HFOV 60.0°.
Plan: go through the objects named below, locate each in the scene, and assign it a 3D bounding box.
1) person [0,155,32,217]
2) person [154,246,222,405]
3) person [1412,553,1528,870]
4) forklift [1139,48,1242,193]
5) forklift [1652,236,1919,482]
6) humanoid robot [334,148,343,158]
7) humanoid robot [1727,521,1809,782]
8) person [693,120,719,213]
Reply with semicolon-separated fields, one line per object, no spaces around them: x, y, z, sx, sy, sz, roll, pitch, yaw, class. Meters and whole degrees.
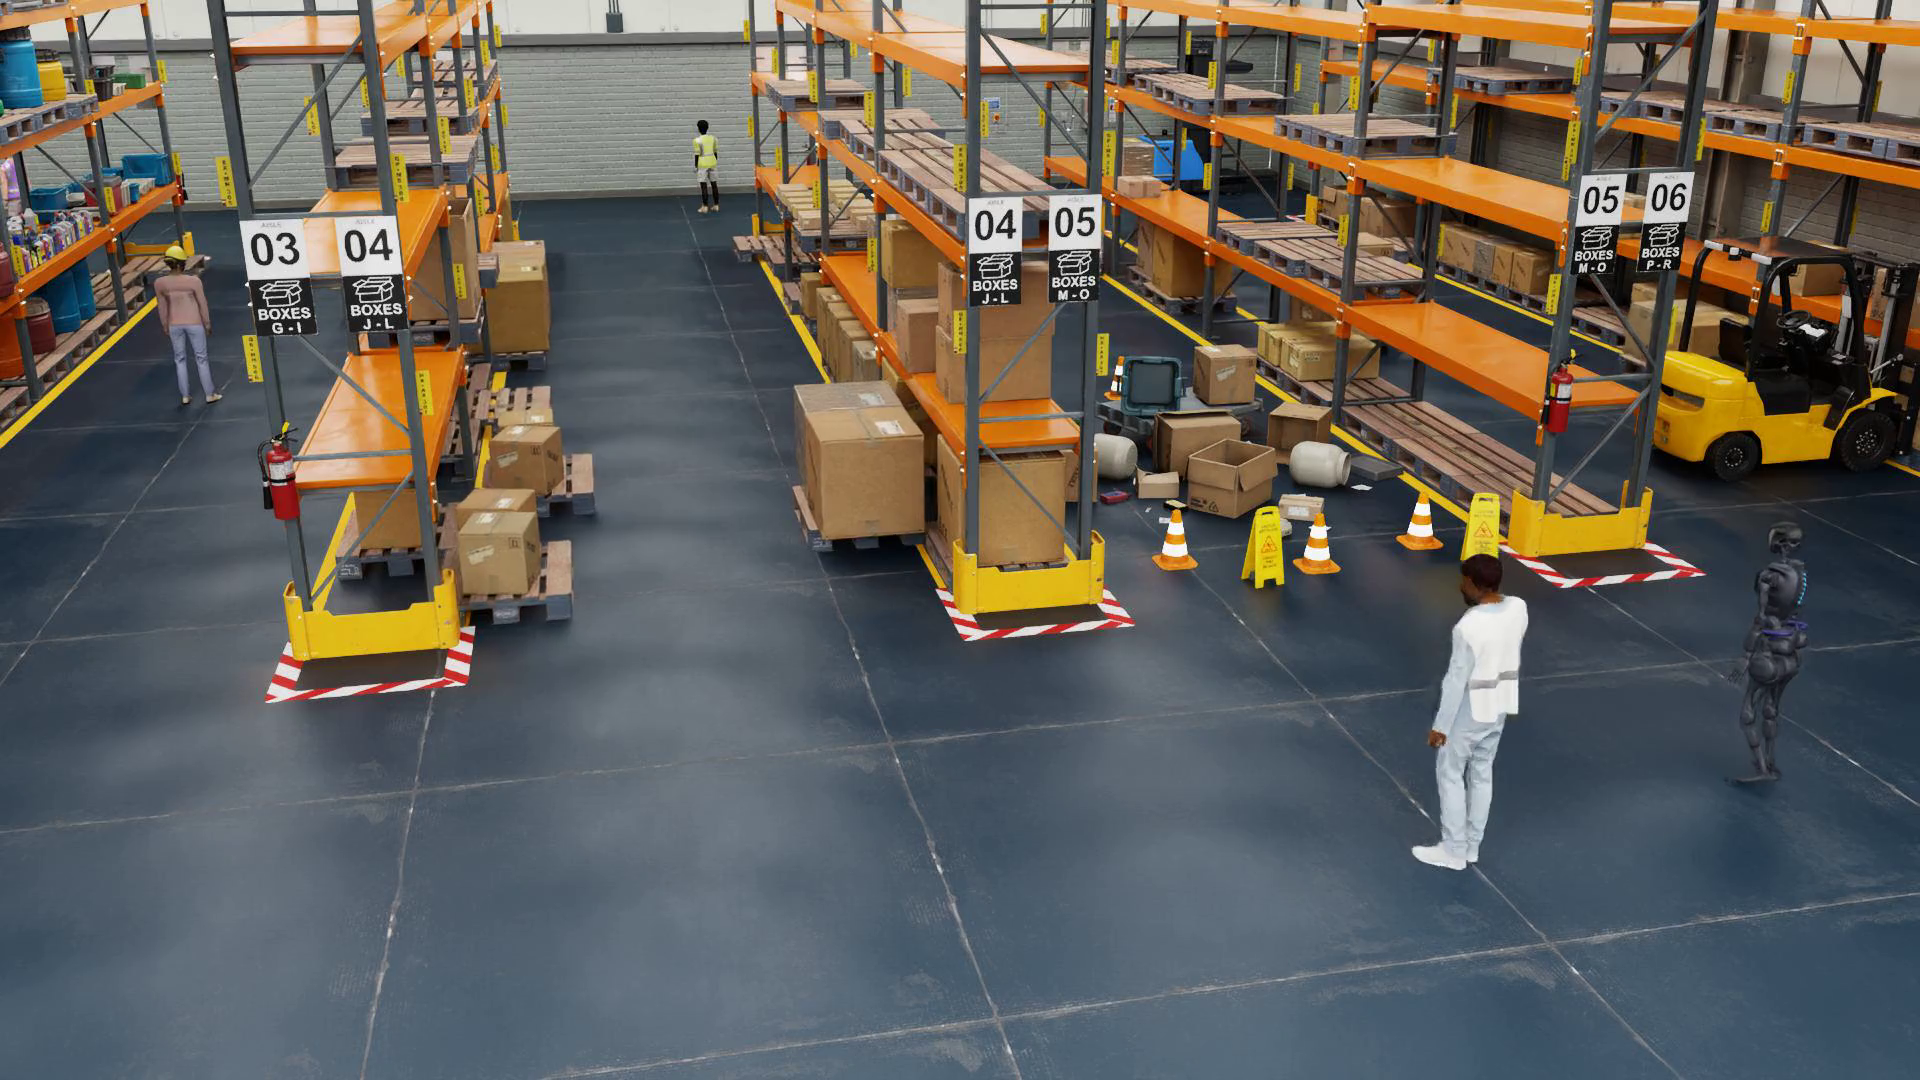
-15.369;-5.567;27.157;0.349;1.688;0.489;11;23;27;person
-8.584;-2.377;18.463;0.522;1.760;0.324;-3;21;-7;person
2.903;0.966;9.279;0.647;1.893;0.378;-13;24;-32;person
4.566;-8.313;32.860;1.873;2.768;1.129;-4;21;-12;forklift
8.013;-1.814;16.330;2.313;2.155;1.214;-4;21;-12;forklift
-10.071;-5.610;27.357;0.753;1.629;0.608;7;22;19;humanoid robot
5.063;0.696;10.301;0.600;1.639;0.414;-16;26;-37;humanoid robot
-4.690;-6.900;30.735;0.531;1.692;0.320;-17;27;-39;person
